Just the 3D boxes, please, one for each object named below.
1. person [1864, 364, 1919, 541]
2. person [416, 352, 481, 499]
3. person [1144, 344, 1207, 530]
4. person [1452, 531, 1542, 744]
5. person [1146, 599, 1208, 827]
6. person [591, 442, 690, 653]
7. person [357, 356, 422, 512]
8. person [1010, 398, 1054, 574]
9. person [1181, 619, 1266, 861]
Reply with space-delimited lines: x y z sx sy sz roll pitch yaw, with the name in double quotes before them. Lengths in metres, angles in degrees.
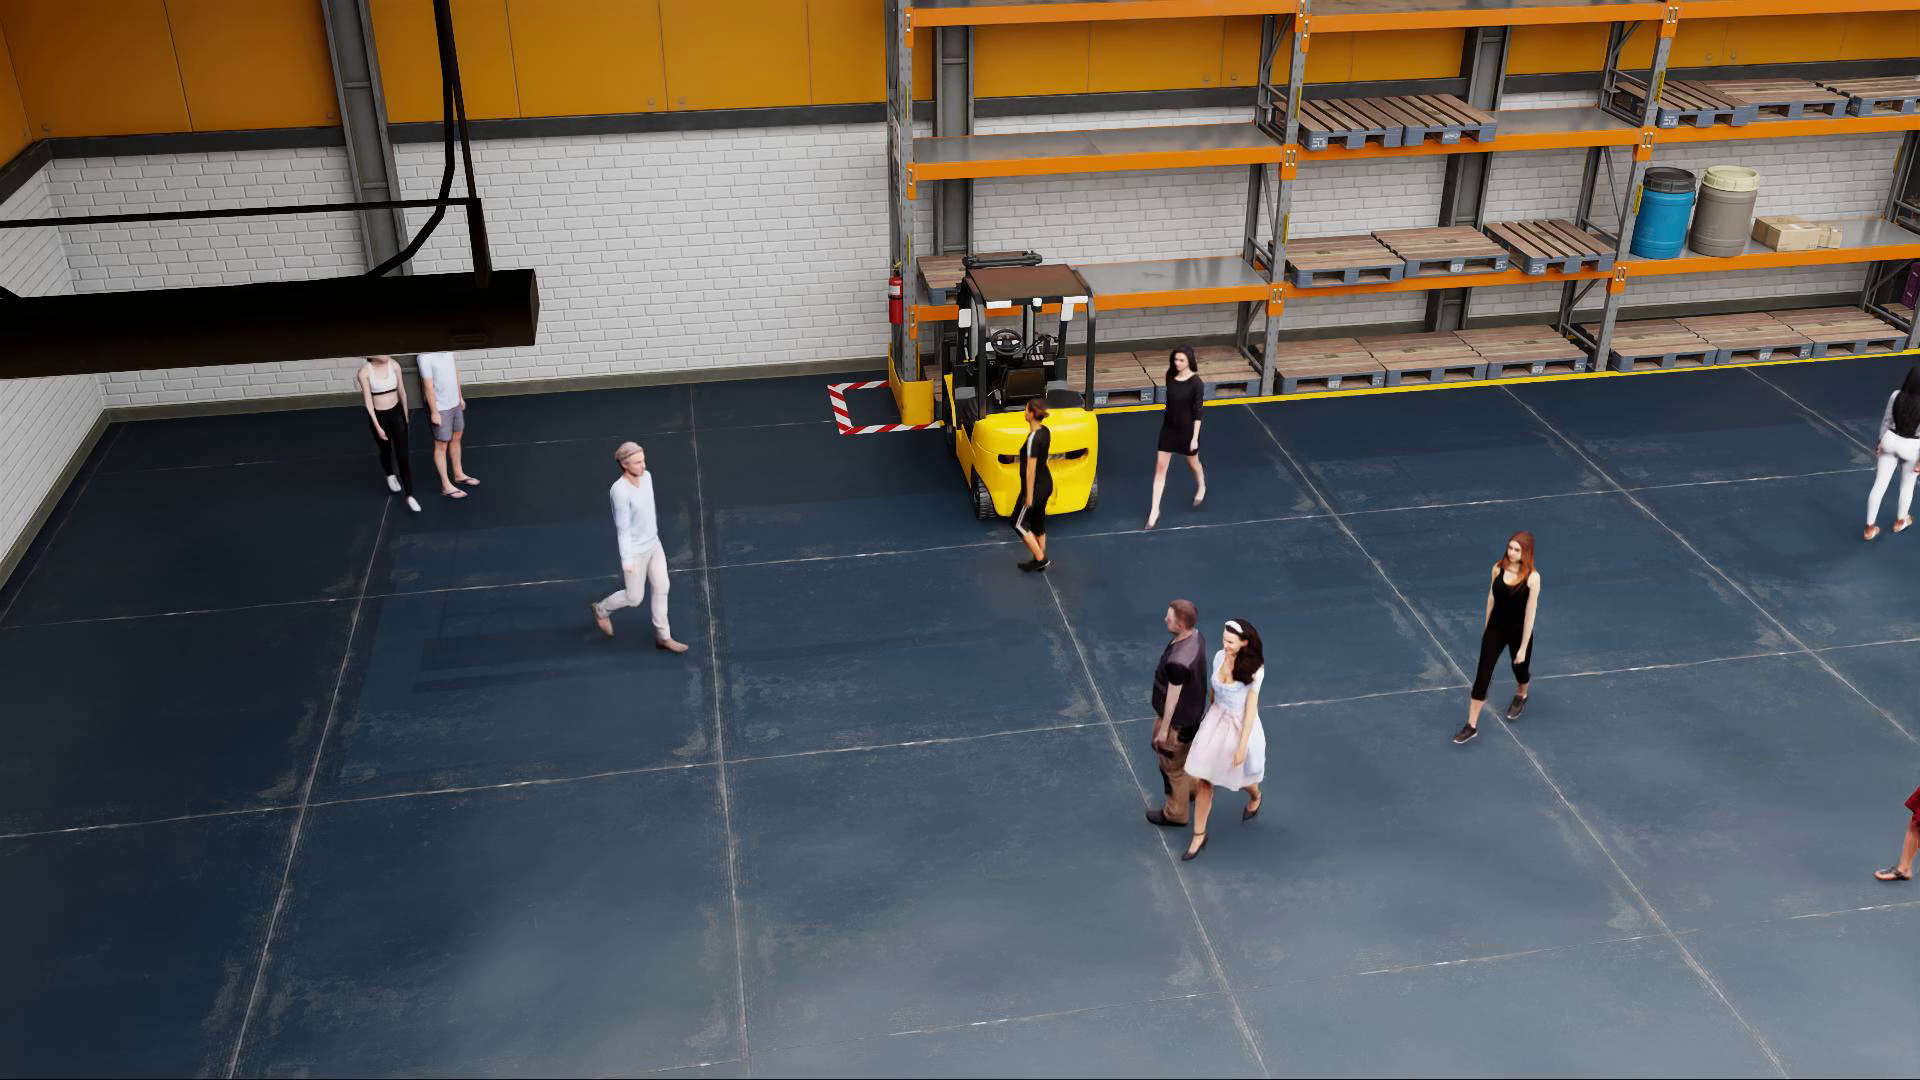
"person" 8.557 -0.781 15.183 0.981 1.710 0.876 -24 37 -36
"person" -4.992 -1.308 16.020 0.726 1.833 0.734 8 30 14
"person" 2.115 -0.986 15.509 1.063 1.757 1.193 23 36 36
"person" 4.184 0.695 12.498 1.028 1.690 1.186 25 37 38
"person" 1.595 1.207 11.417 0.839 1.826 0.815 10 30 18
"person" -2.671 0.061 13.475 1.202 1.868 1.046 12 31 21
"person" -5.508 -1.153 15.875 1.124 1.701 0.955 -18 34 -30
"person" 0.741 -0.446 14.625 0.760 1.656 0.722 10 30 18
"person" 1.885 1.323 11.248 1.019 1.784 1.152 24 37 37
